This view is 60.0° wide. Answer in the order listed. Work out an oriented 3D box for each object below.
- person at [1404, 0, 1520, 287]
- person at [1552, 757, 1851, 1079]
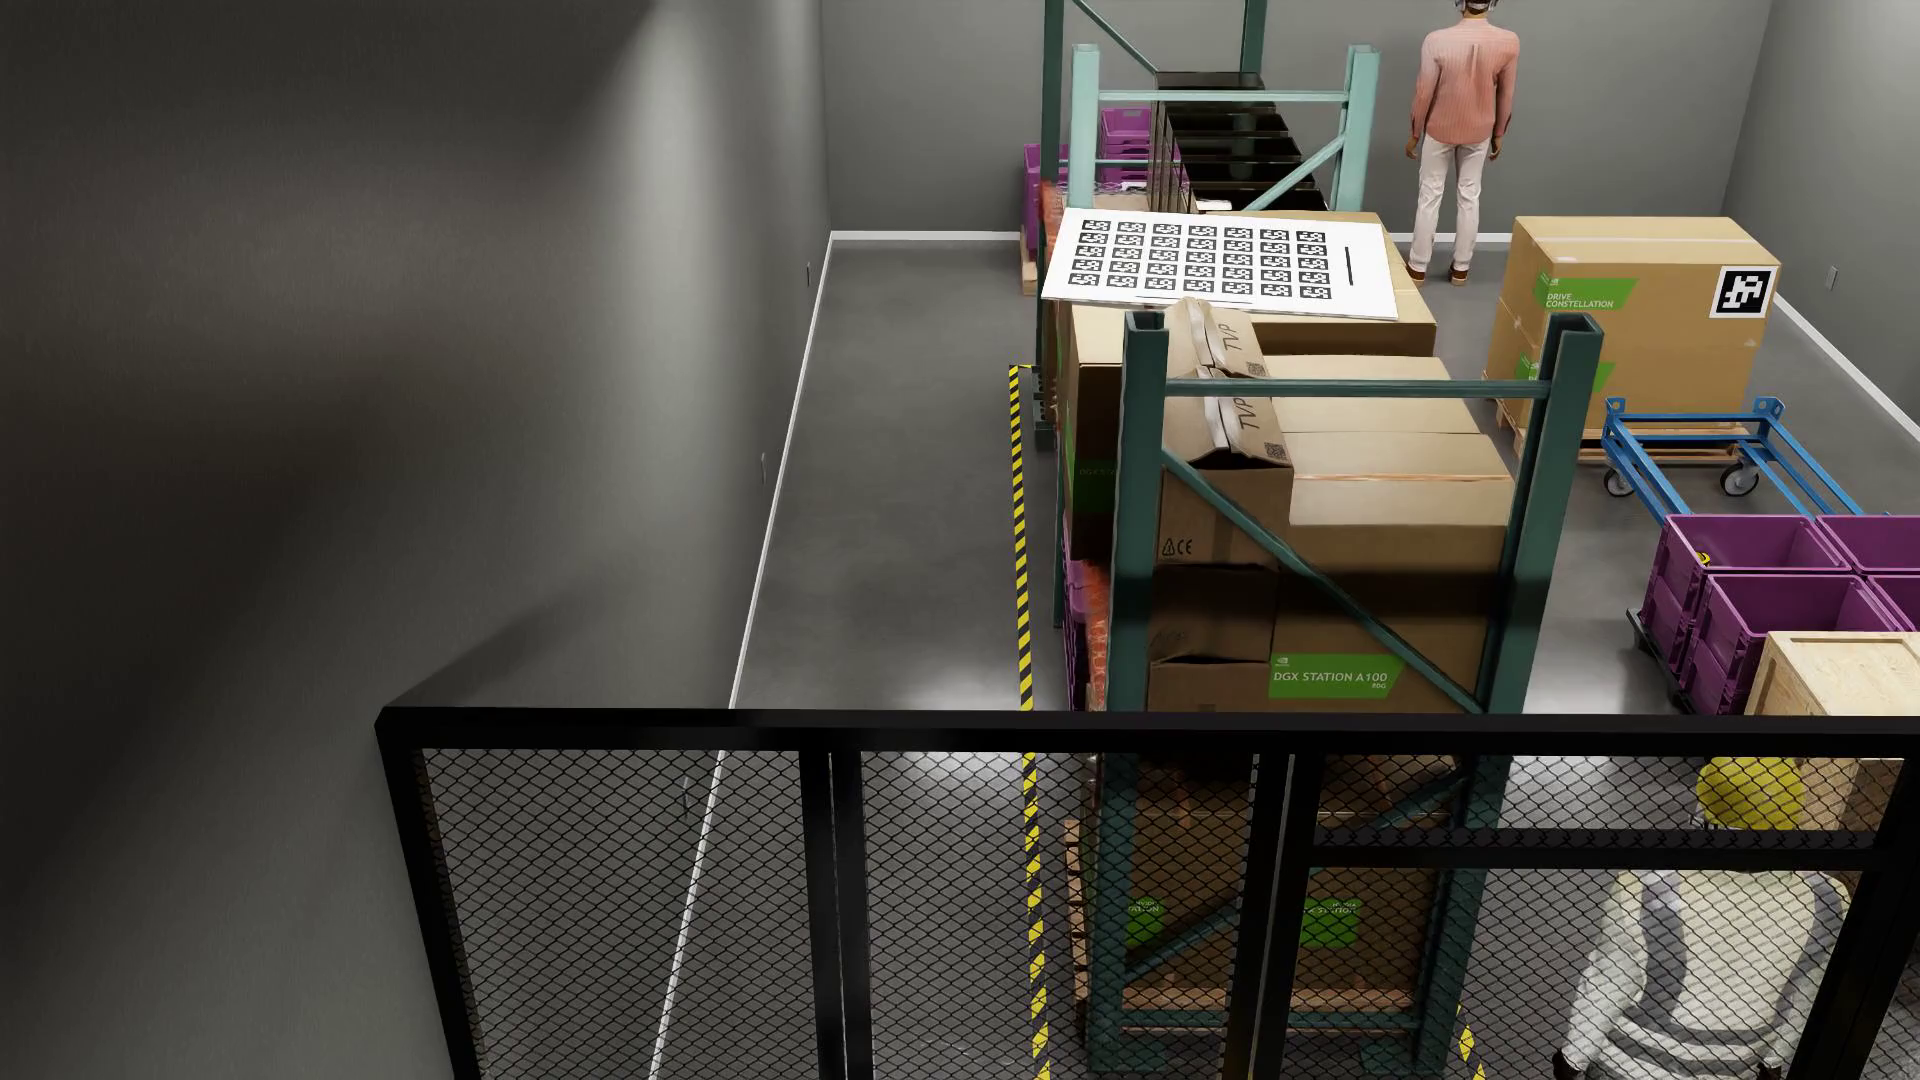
[{"bbox_3d":[3.114,-2.568,10.427,0.623,1.991,0.390,0,31,0],"label":"person"},{"bbox_3d":[1.816,1.259,4.224,0.601,1.831,0.404,0,31,0],"label":"person"}]
